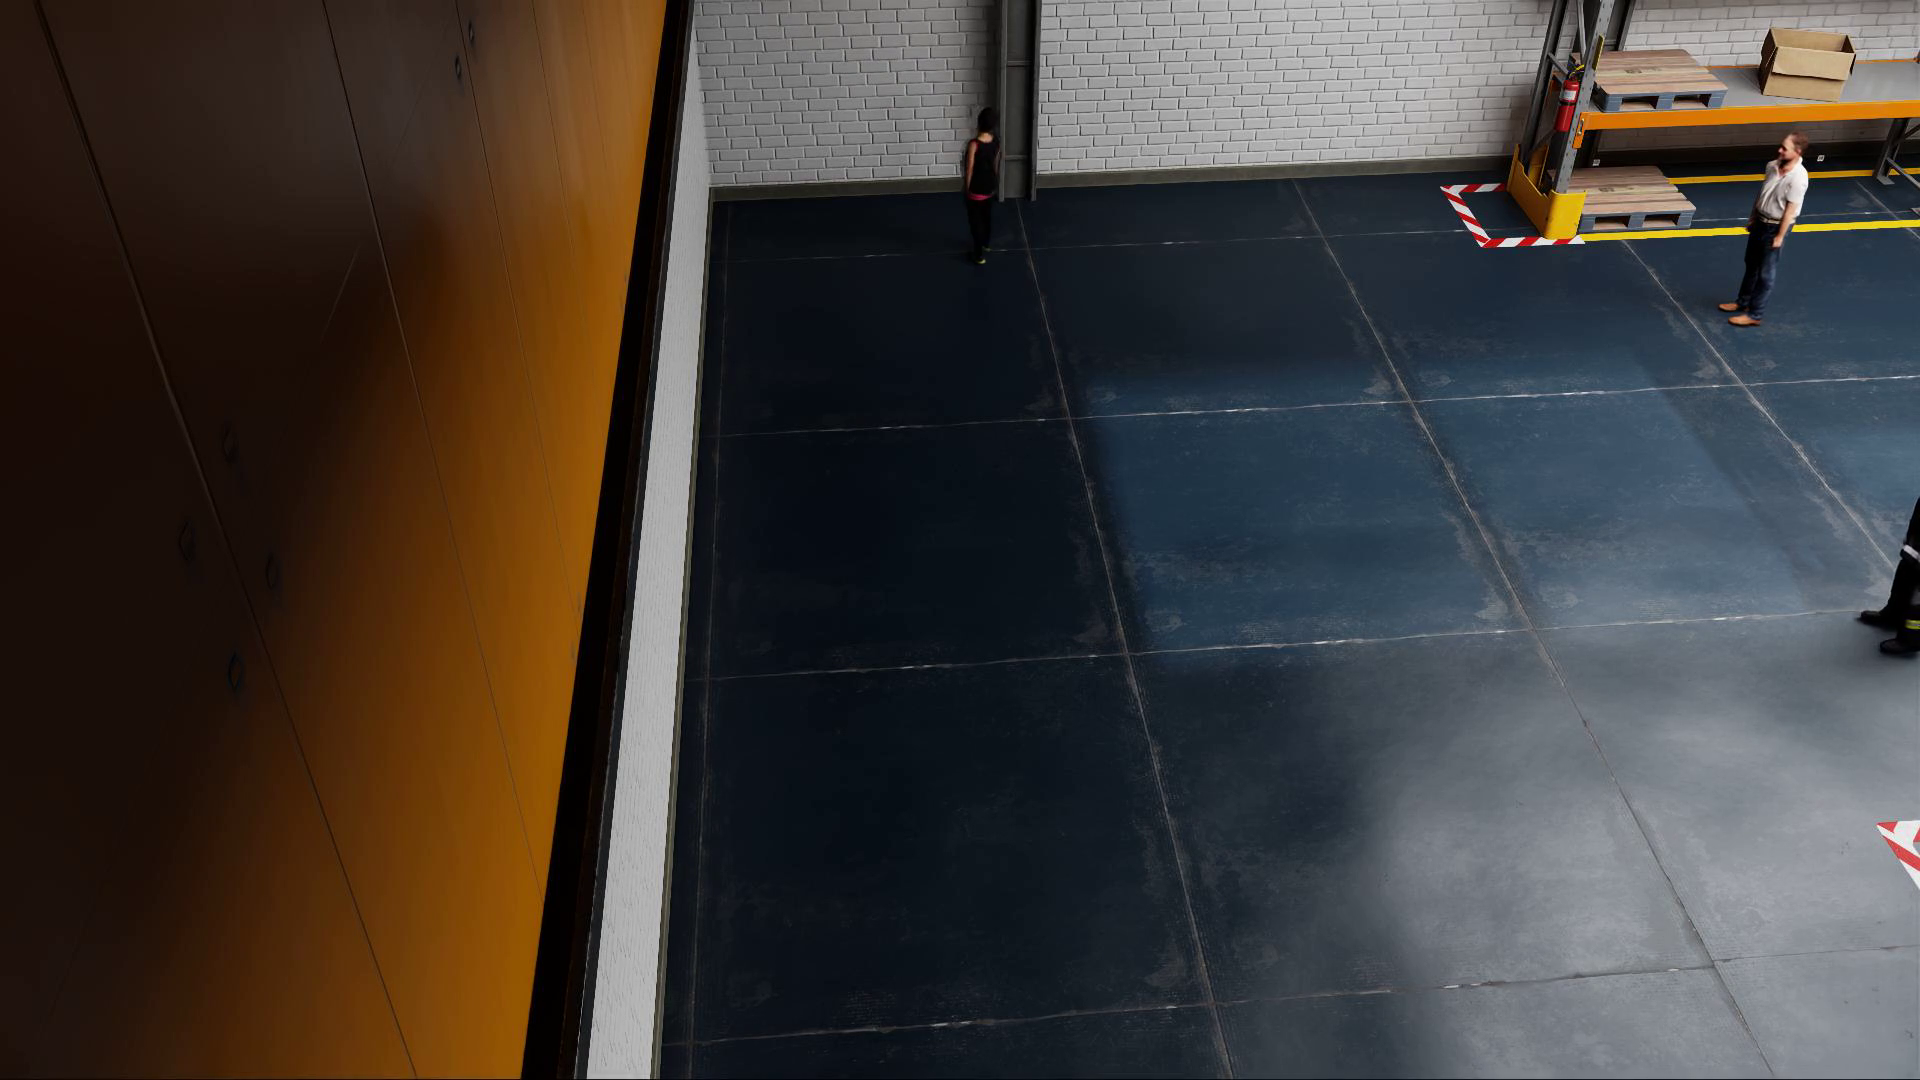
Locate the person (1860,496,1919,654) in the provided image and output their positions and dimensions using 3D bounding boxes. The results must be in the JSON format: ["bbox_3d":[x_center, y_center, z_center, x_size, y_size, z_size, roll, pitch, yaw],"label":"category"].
[{"bbox_3d":[6.808,-0.074,11.479,0.642,1.981,0.773,1,39,1],"label":"person"}]

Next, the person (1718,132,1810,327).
[{"bbox_3d":[7.348,-2.816,15.019,0.577,1.849,0.652,-6,39,-7],"label":"person"}]

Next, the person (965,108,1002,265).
[{"bbox_3d":[0.206,-3.409,16.014,0.768,1.532,0.710,26,46,29],"label":"person"}]
